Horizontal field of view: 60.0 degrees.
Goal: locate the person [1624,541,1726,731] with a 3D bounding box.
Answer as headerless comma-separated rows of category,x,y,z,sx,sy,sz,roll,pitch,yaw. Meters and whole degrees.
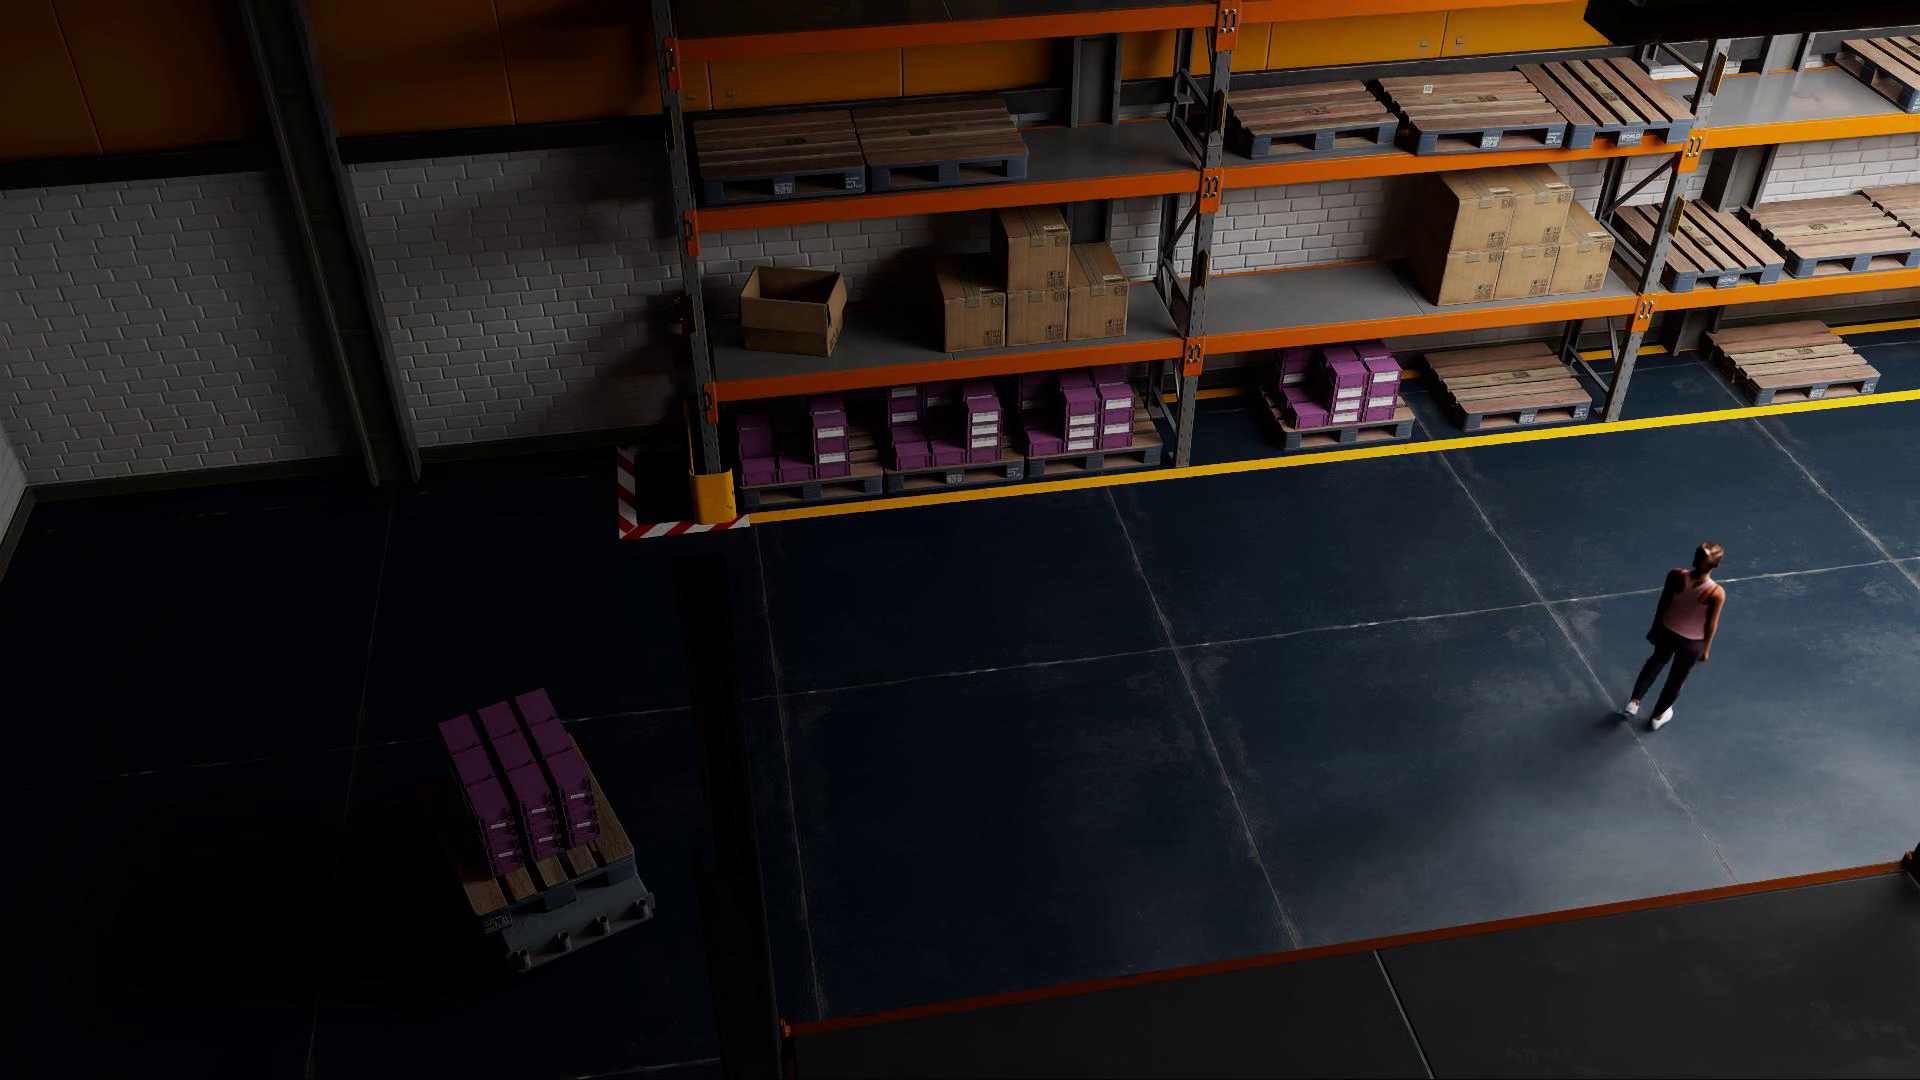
person,4.915,0.700,11.445,0.778,1.634,0.706,-27,46,-30
